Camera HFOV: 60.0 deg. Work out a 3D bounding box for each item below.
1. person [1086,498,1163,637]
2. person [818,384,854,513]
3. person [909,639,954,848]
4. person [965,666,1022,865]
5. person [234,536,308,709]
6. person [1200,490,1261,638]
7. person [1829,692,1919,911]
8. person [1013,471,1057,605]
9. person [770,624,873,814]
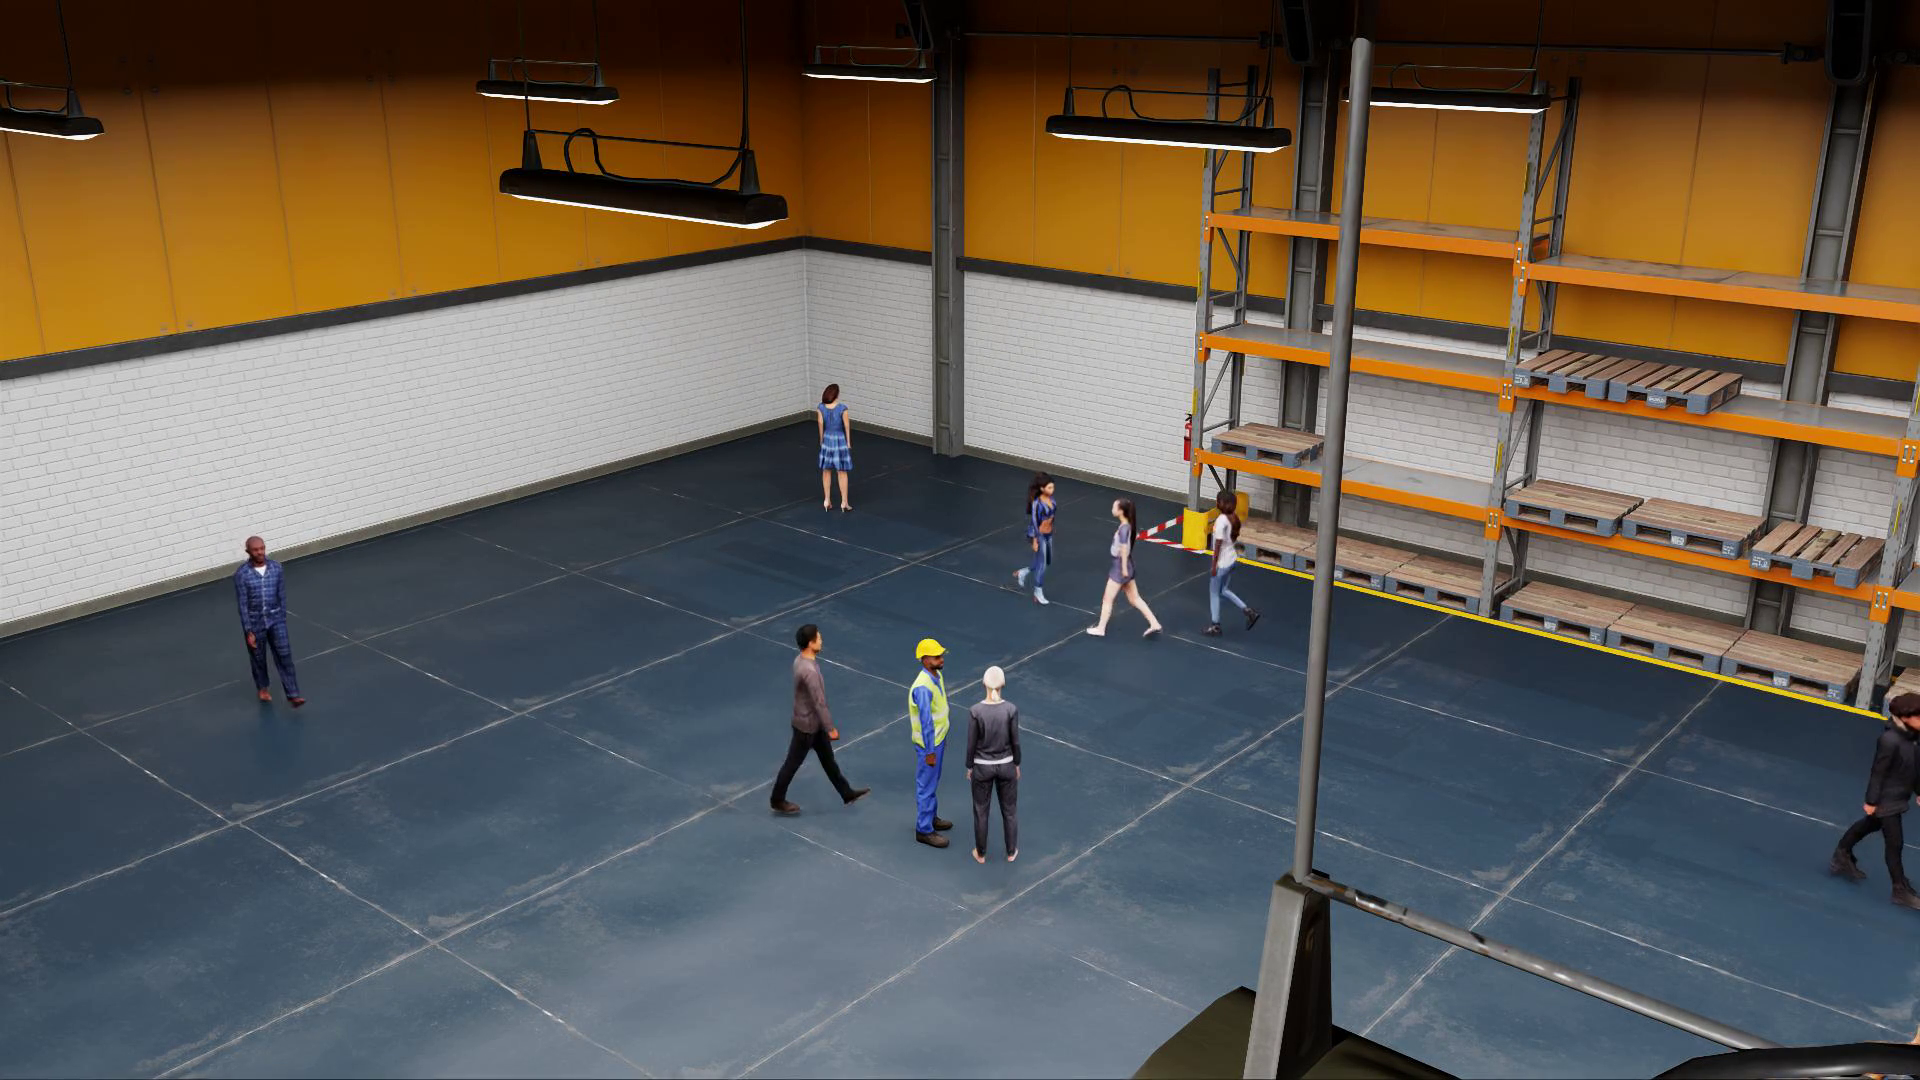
[{"bbox_3d":[1.906,0.347,18.363,1.145,1.607,0.879,6,19,16],"label":"person"},{"bbox_3d":[-1.715,-1.268,22.847,0.647,1.806,0.802,6,19,17],"label":"person"},{"bbox_3d":[-0.249,1.680,14.082,0.759,1.813,0.754,3,19,10],"label":"person"},{"bbox_3d":[0.277,1.848,13.722,0.674,1.726,0.738,-1,19,-4],"label":"person"},{"bbox_3d":[-7.035,0.821,16.700,0.806,1.771,1.182,-14,23,-36],"label":"person"},{"bbox_3d":[2.993,0.290,18.377,0.904,1.706,0.670,11,21,29],"label":"person"},{"bbox_3d":[7.334,2.006,13.238,0.805,1.736,1.135,-14,23,-35],"label":"person"},{"bbox_3d":[0.895,-0.033,19.490,0.811,1.609,0.683,14,23,36],"label":"person"},{"bbox_3d":[-1.418,1.605,14.447,1.201,1.722,1.116,3,19,10],"label":"person"}]
